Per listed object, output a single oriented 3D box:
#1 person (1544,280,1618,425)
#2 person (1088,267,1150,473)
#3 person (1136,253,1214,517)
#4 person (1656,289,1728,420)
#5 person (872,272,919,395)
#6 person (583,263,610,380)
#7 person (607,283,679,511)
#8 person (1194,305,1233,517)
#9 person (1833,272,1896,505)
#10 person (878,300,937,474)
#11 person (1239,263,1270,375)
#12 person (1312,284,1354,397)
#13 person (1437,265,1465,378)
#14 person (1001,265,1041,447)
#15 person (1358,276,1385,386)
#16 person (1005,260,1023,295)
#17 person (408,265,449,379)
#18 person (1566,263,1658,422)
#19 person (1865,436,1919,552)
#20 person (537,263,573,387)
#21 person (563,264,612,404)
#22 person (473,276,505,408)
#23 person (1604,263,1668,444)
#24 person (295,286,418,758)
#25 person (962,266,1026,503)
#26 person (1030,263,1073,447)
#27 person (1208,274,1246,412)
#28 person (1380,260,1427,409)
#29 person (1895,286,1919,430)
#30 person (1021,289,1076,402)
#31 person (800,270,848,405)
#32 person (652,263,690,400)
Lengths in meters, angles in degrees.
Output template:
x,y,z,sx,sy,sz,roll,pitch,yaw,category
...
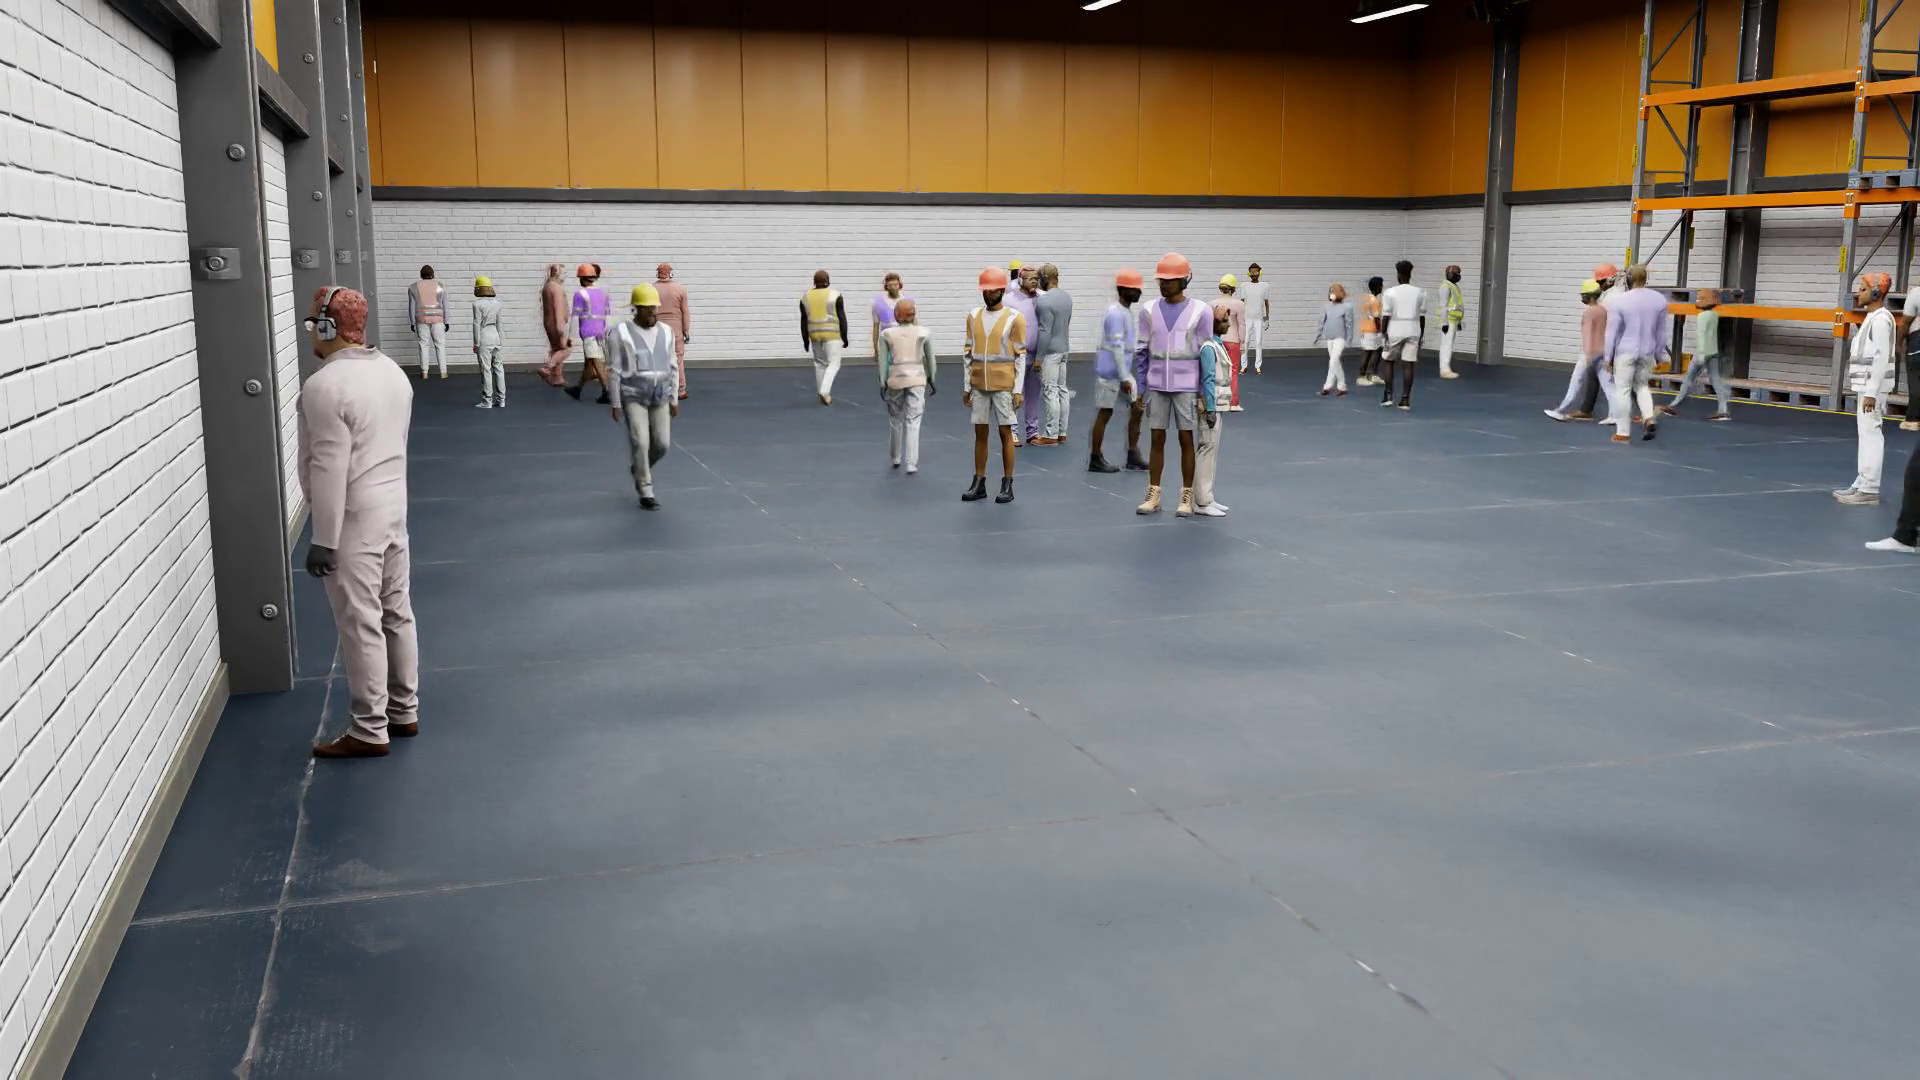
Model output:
x,y,z,sx,sy,sz,roll,pitch,yaw,category
7.492,-2.229,19.817,0.522,1.709,0.912,-8,13,-39,person
1.527,-1.548,15.342,0.766,1.900,0.552,4,11,22,person
1.646,-1.191,12.883,0.611,2.038,0.396,5,11,25,person
9.080,-2.274,20.425,0.522,1.584,0.867,-9,13,-42,person
-0.806,-2.400,20.540,0.583,1.812,0.794,-3,10,-16,person
-5.864,-3.503,26.769,0.338,1.872,0.547,8,13,40,person
-2.559,-1.158,13.370,0.601,1.812,0.634,-7,12,-36,person
1.972,-1.010,12.991,0.306,1.639,0.524,2,10,14,person
7.391,-1.223,13.524,0.360,1.883,0.574,4,11,24,person
-0.486,-1.438,15.588,0.535,1.602,0.830,1,10,4,person
4.942,-3.711,27.964,0.523,1.870,0.317,2,10,12,person
5.242,-2.808,23.511,0.800,1.599,0.503,-7,12,-35,person
8.054,-3.585,27.313,0.429,1.844,0.627,5,11,29,person
0.716,-1.941,17.608,0.638,1.909,0.407,-7,12,-35,person
6.385,-3.182,25.427,0.603,1.675,0.562,0,10,2,person
0.941,-3.707,27.774,0.371,1.927,0.588,8,13,40,person
-8.648,-3.551,27.118,0.625,1.843,0.430,-3,10,-17,person
7.950,-2.372,20.059,0.983,1.943,0.613,2,10,13,person
6.717,-0.813,11.152,0.897,1.888,0.591,9,13,41,person
-6.141,-3.244,25.199,0.492,1.887,0.666,-6,12,-32,person
-5.098,-2.810,22.674,0.987,1.885,0.559,6,11,30,person
-6.257,-2.610,21.982,0.319,1.737,0.485,5,11,26,person
7.178,-1.964,17.682,0.653,1.928,0.500,-1,10,-6,person
-2.471,-0.068,6.765,0.400,1.910,0.643,2,10,10,person
0.267,-1.269,13.631,0.542,1.937,0.366,5,11,25,person
0.960,-1.947,17.569,0.371,1.934,0.627,5,11,28,person
3.430,-2.529,21.414,0.523,1.769,0.322,5,11,28,person
5.826,-2.705,21.937,0.605,1.946,0.659,1,10,3,person
11.143,-2.272,19.135,0.701,2.000,0.540,0,10,0,person
1.087,-2.800,22.869,1.085,1.812,0.592,-6,12,-33,person
-1.839,-2.736,22.468,0.637,1.819,0.758,4,10,20,person
-4.068,-2.892,23.128,0.639,1.904,0.407,-1,10,-3,person
